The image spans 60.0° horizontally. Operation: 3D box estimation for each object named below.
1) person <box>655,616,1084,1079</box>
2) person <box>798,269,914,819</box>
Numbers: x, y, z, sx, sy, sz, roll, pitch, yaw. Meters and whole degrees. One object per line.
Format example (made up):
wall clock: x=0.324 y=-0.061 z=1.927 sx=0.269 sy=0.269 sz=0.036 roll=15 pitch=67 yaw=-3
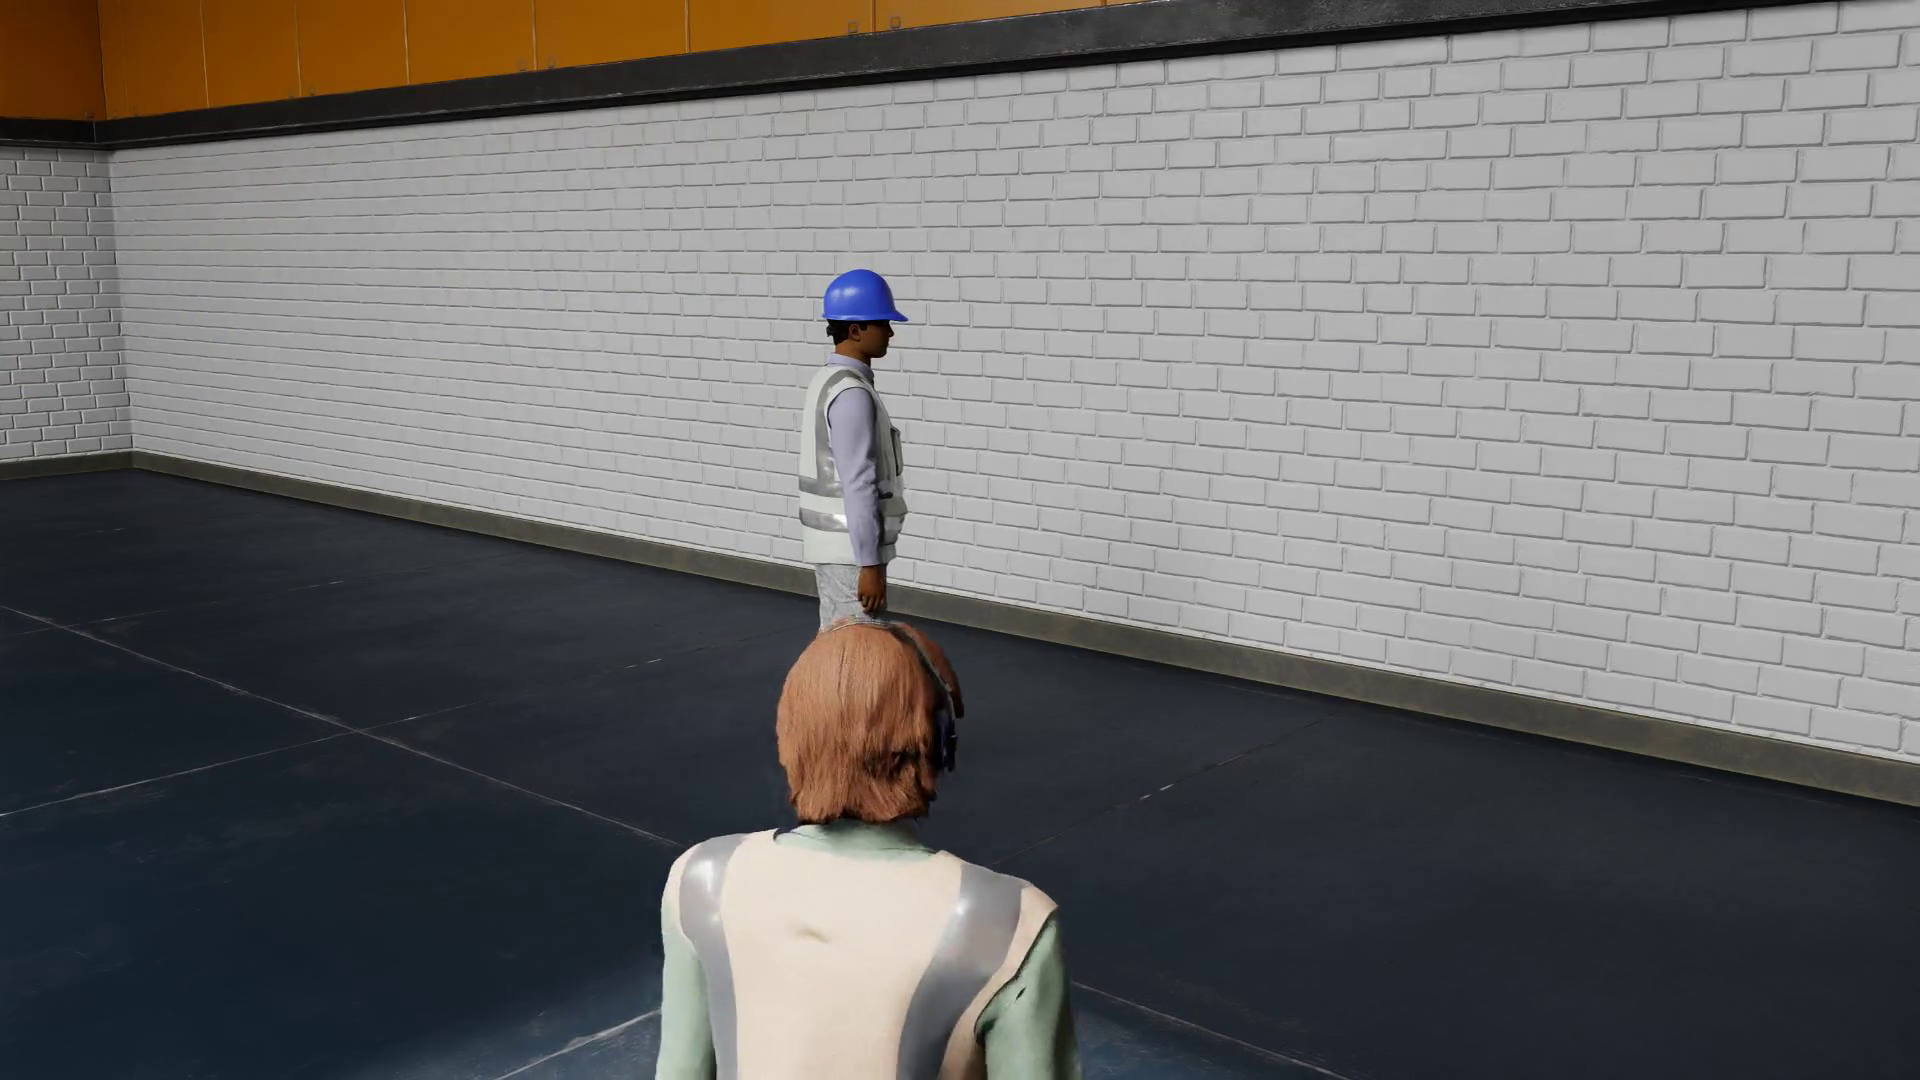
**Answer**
person: x=-0.097 y=0.885 z=2.035 sx=0.562 sy=1.586 sz=0.880 roll=4 pitch=11 yaw=21
person: x=-0.371 y=0.027 z=5.891 sx=0.388 sy=1.947 sz=0.612 roll=-2 pitch=10 yaw=-14
